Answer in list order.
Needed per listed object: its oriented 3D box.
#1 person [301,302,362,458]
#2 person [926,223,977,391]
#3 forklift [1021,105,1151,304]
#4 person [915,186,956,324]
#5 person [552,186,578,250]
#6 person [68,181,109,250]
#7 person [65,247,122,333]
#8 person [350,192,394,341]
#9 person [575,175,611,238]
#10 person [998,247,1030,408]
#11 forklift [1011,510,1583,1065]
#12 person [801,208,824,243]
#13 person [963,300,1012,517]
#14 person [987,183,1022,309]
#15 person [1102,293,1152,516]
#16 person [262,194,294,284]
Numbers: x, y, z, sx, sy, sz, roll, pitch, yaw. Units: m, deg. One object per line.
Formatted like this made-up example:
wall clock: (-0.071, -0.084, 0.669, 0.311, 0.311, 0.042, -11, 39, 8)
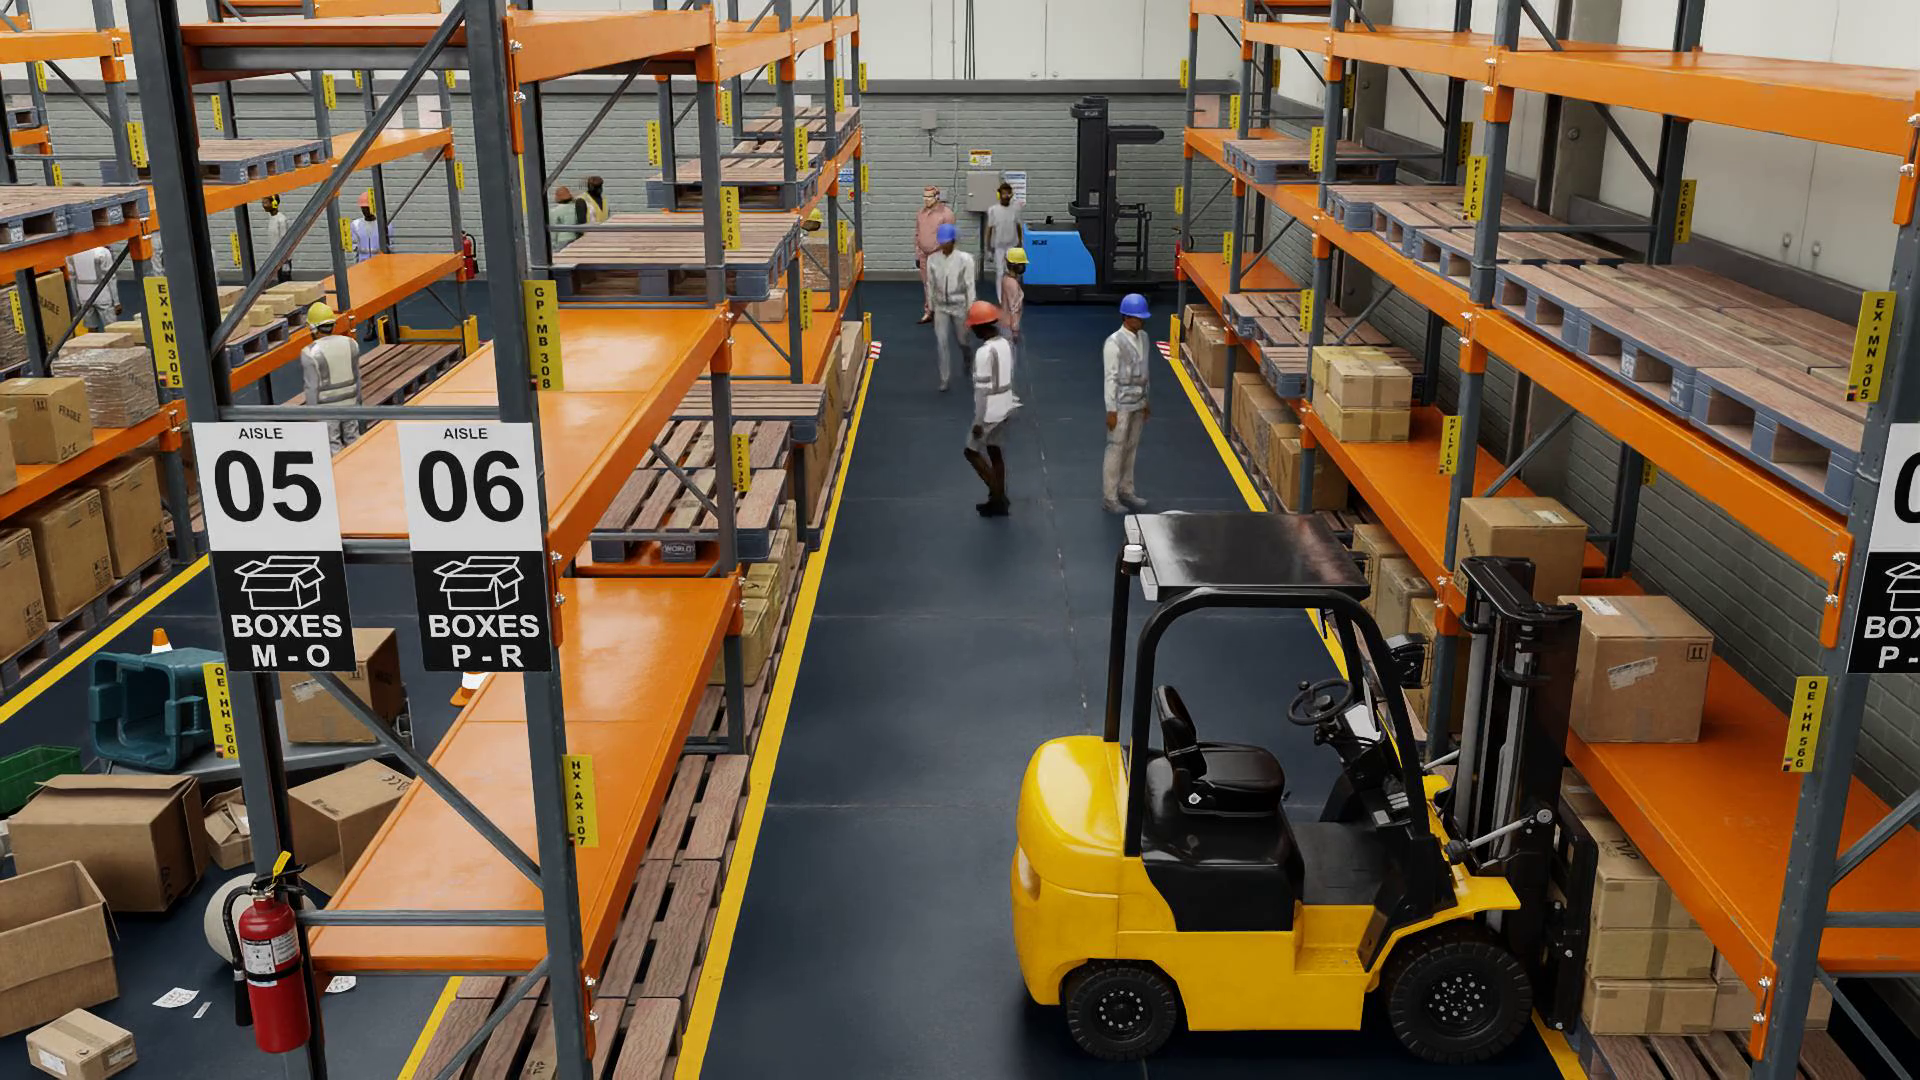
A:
person: (-5.558, -1.192, 14.734, 0.404, 1.835, 0.586, 11, 21, 29)
person: (-0.082, -2.710, 19.180, 0.625, 1.925, 0.717, 5, 19, 15)
forklift: (1.857, -4.944, 24.441, 1.873, 2.768, 1.129, 0, 18, 0)
person: (-0.366, -3.894, 22.813, 0.647, 1.900, 0.402, 13, 23, 35)
person: (-5.907, -4.524, 25.134, 0.506, 1.628, 0.321, -14, 23, -35)
person: (-12.552, -4.233, 23.939, 0.465, 1.828, 0.652, 17, 25, 41)
person: (-10.143, -2.834, 19.558, 0.543, 1.929, 0.387, 1, 18, 3)
person: (-7.659, -3.568, 21.751, 0.546, 1.942, 0.353, -2, 18, -5)
person: (-5.388, -4.486, 24.700, 0.447, 1.826, 0.640, 11, 21, 30)
person: (0.587, -2.344, 18.342, 0.356, 1.757, 0.520, -2, 18, -7)
forklift: (1.387, 1.055, 7.378, 2.313, 2.155, 1.214, 0, 18, 0)
person: (-1.920, -3.475, 21.802, 0.320, 1.731, 0.489, -1, 18, -3)
person: (0.247, -1.119, 14.370, 0.394, 1.918, 0.594, 9, 20, 25)
person: (0.654, -4.117, 23.547, 0.570, 1.848, 0.577, -4, 19, -11)
person: (1.474, -1.200, 14.582, 0.403, 1.945, 0.614, 14, 23, 35)
person: (-9.214, -3.796, 22.590, 0.326, 1.853, 0.508, -14, 23, -36)
